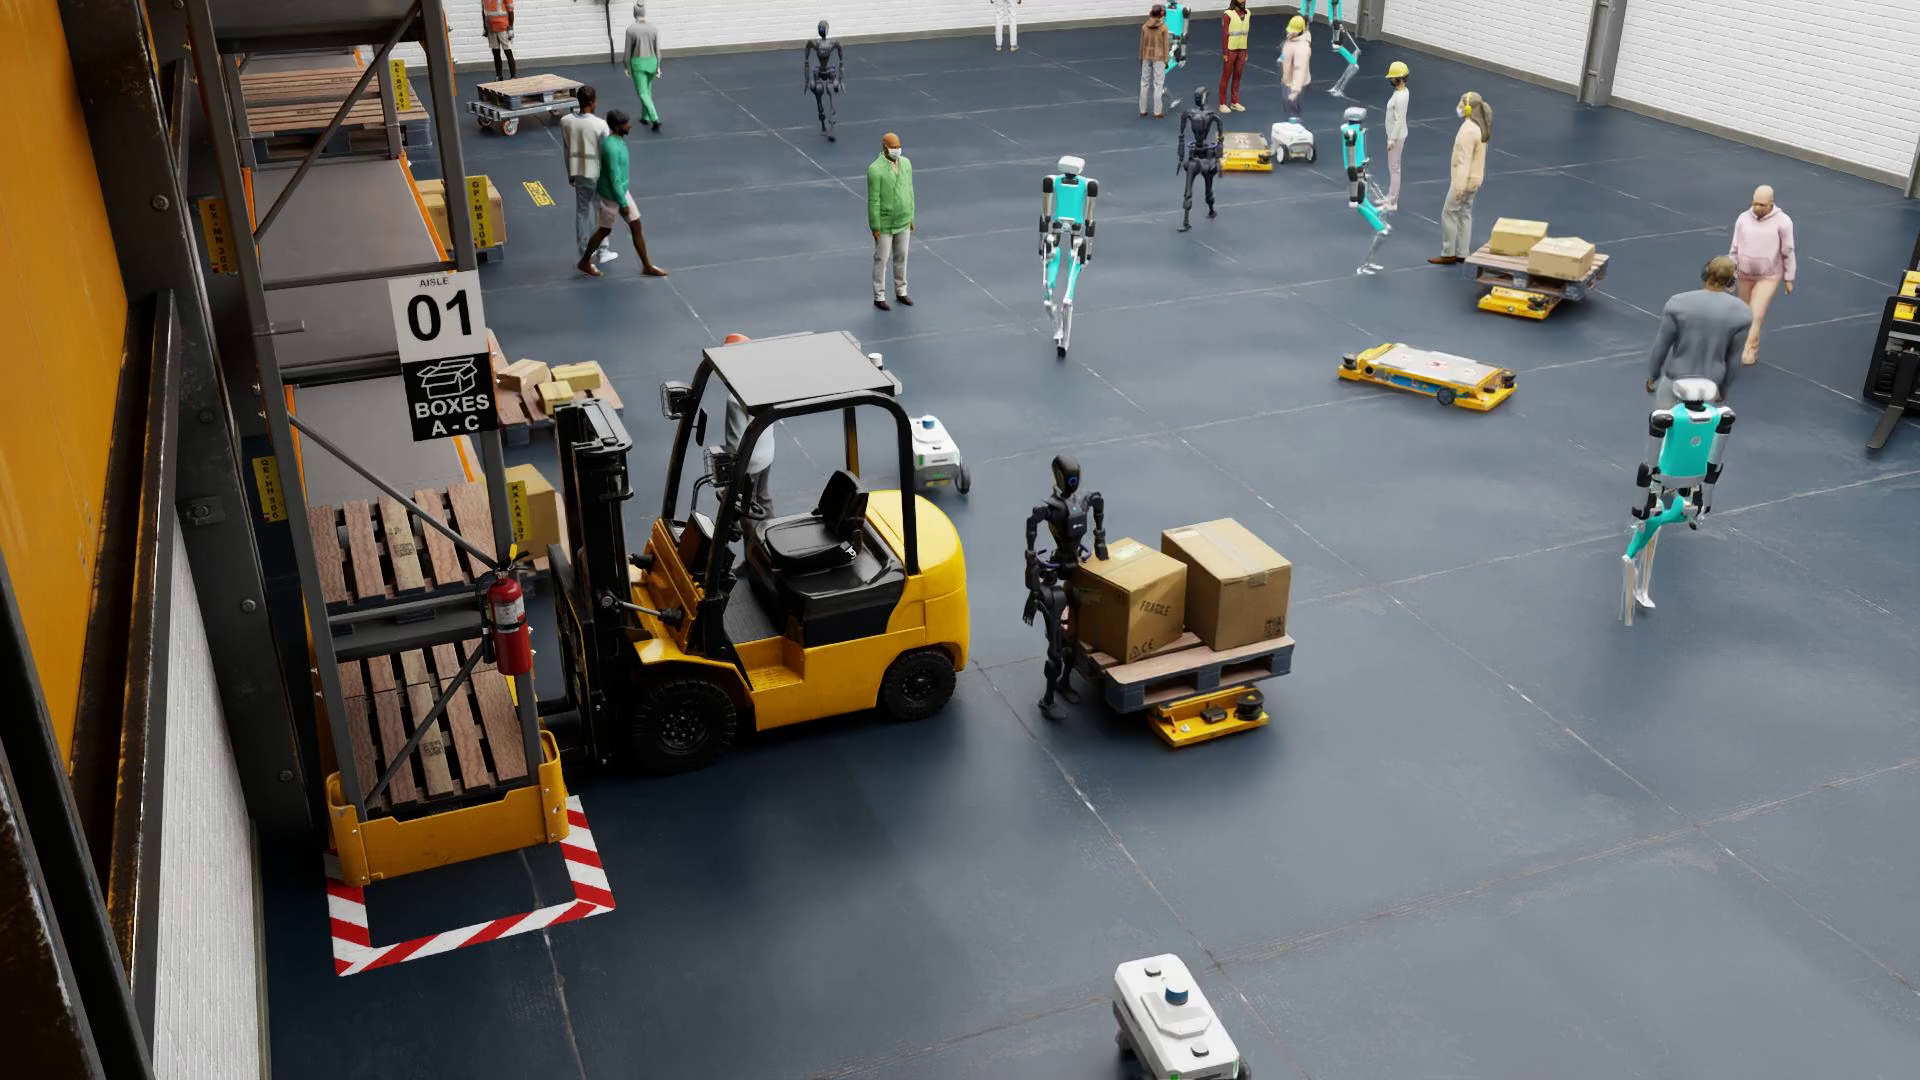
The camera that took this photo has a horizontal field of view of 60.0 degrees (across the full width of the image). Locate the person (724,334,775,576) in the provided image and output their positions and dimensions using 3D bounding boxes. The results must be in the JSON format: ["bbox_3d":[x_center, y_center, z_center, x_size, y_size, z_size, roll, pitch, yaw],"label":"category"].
[{"bbox_3d":[-1.473,-0.589,11.524,0.348,1.738,0.572,9,28,16],"label":"person"}]

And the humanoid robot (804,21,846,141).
[{"bbox_3d":[-1.890,-6.423,23.240,0.600,1.621,0.778,0,27,1],"label":"humanoid robot"}]

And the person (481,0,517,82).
[{"bbox_3d":[-7.265,-8.067,26.146,0.612,1.965,0.361,12,29,22],"label":"person"}]

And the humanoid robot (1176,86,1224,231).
[{"bbox_3d":[2.822,-4.432,19.308,0.595,1.640,0.787,15,31,28],"label":"humanoid robot"}]

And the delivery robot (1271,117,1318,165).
[{"bbox_3d":[4.466,-5.359,22.341,0.499,0.606,0.790,-5,27,-10],"label":"delivery robot"}]

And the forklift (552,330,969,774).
[{"bbox_3d":[-1.094,0.010,9.831,2.313,2.155,1.214,-10,28,-20],"label":"forklift"}]

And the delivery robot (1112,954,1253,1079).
[{"bbox_3d":[0.956,2.188,7.309,0.525,0.587,0.742,-8,28,-15],"label":"delivery robot"}]

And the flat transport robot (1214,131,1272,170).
[{"bbox_3d":[3.809,-5.249,22.428,0.659,0.231,1.431,2,27,3],"label":"flat transport robot"}]

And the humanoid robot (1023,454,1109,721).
[{"bbox_3d":[0.671,0.267,9.892,0.610,1.652,0.423,-14,30,-25],"label":"humanoid robot"}]

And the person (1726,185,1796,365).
[{"bbox_3d":[7.179,-2.342,15.030,0.930,1.722,0.564,-21,33,-35],"label":"person"}]

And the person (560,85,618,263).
[{"bbox_3d":[-4.007,-3.949,18.026,0.597,1.906,0.408,10,28,19],"label":"person"}]

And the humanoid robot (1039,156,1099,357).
[{"bbox_3d":[0.955,-2.599,15.578,0.550,1.823,0.910,6,27,11],"label":"humanoid robot"}]

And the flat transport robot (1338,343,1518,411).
[{"bbox_3d":[4.199,-1.487,14.945,1.431,0.231,0.659,20,33,34],"label":"flat transport robot"}]

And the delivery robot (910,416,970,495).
[{"bbox_3d":[-0.238,-0.668,13.000,0.499,0.597,0.779,-7,28,-13],"label":"delivery robot"}]

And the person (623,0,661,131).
[{"bbox_3d":[-4.525,-6.799,23.806,0.519,1.807,0.883,-18,32,-32],"label":"person"}]

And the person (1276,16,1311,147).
[{"bbox_3d":[4.527,-6.170,22.528,0.426,1.830,0.836,-1,27,-2],"label":"person"}]

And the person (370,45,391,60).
[{"bbox_3d":[-9.108,-7.897,25.961,0.458,1.823,0.573,0,27,-1],"label":"person"}]

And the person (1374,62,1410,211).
[{"bbox_3d":[5.195,-4.834,19.945,0.325,1.759,0.523,7,27,13],"label":"person"}]

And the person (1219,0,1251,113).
[{"bbox_3d":[4.100,-7.299,24.837,0.470,1.768,0.378,-14,30,-26],"label":"person"}]

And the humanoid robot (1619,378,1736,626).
[{"bbox_3d":[4.584,-0.281,10.939,0.540,1.810,0.769,-2,27,-4],"label":"humanoid robot"}]

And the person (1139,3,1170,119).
[{"bbox_3d":[2.846,-7.030,24.437,0.463,1.647,0.322,13,30,25],"label":"person"}]

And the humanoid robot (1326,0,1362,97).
[{"bbox_3d":[5.988,-7.771,25.808,0.696,1.779,0.531,4,27,8],"label":"humanoid robot"}]

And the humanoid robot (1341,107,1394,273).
[{"bbox_3d":[4.366,-3.680,17.692,0.729,1.790,0.530,8,28,15],"label":"humanoid robot"}]

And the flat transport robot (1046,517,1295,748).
[{"bbox_3d":[1.271,0.802,10.391,0.659,0.231,1.431,-11,29,-21],"label":"flat transport robot"}]

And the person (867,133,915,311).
[{"bbox_3d":[-0.691,-3.192,16.668,0.534,1.778,0.390,-20,33,-34],"label":"person"}]

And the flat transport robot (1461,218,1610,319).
[{"bbox_3d":[5.908,-2.604,17.167,0.659,0.231,1.431,17,31,30],"label":"flat transport robot"}]

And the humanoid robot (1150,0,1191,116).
[{"bbox_3d":[3.005,-7.162,24.629,1.008,1.765,0.544,-24,35,-38],"label":"humanoid robot"}]

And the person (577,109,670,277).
[{"bbox_3d":[-3.646,-3.634,17.532,0.984,1.799,0.495,2,27,5],"label":"person"}]

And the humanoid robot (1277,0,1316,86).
[{"bbox_3d":[5.225,-7.996,26.366,0.776,1.859,0.550,8,28,16],"label":"humanoid robot"}]

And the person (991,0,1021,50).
[{"bbox_3d":[0.809,-9.585,29.253,0.571,1.887,0.356,3,27,5],"label":"person"}]

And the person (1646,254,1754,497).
[{"bbox_3d":[5.528,-1.185,12.524,0.653,1.907,0.567,9,28,18],"label":"person"}]

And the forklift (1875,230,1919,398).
[{"bbox_3d":[9.029,-2.397,14.618,1.214,2.155,2.313,18,32,32],"label":"forklift"}]

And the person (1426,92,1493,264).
[{"bbox_3d":[5.416,-3.880,17.929,0.475,1.863,0.595,15,30,27],"label":"person"}]
